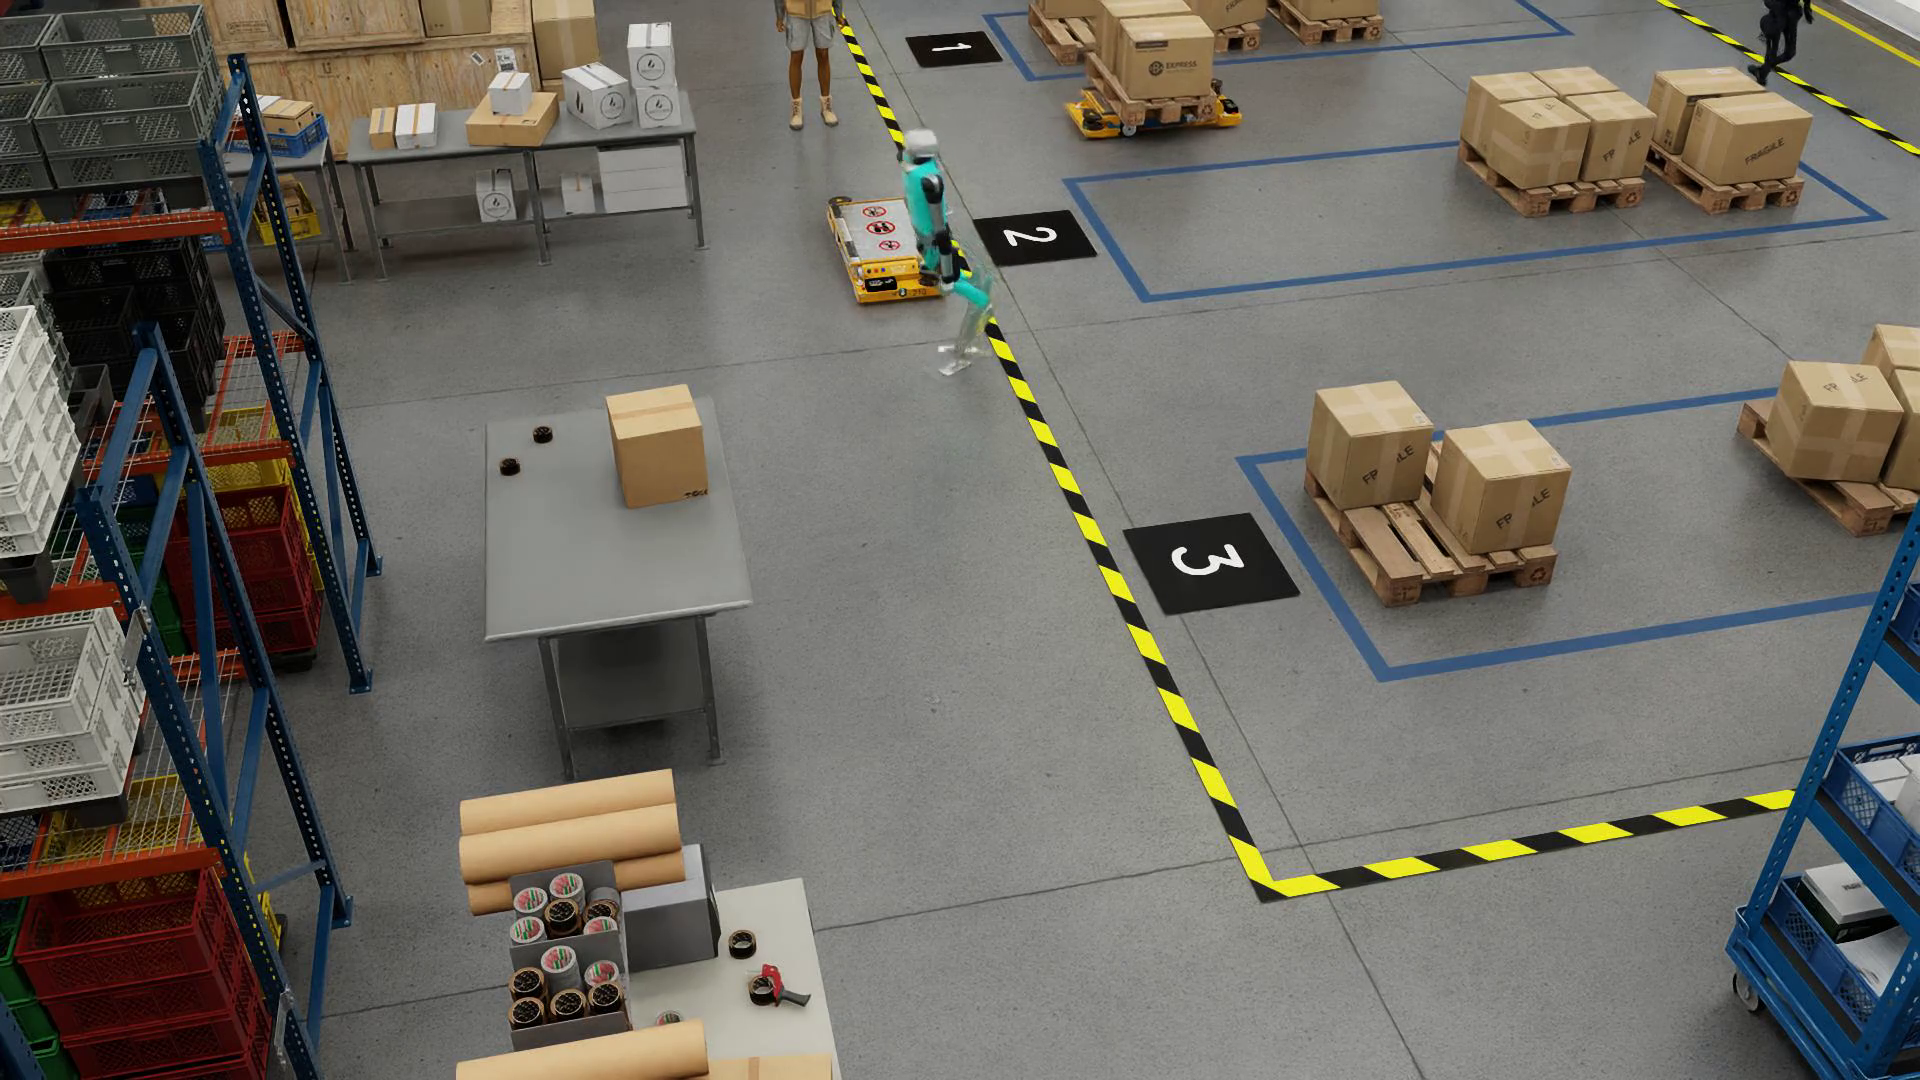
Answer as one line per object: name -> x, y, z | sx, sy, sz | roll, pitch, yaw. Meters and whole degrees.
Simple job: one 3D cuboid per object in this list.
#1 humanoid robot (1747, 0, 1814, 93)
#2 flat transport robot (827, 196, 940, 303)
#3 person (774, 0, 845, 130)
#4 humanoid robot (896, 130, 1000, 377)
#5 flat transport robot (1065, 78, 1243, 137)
humanoid robot -> 7.273, -4.698, 14.696 | 0.622, 1.627, 0.489 | -21, 41, -25
flat transport robot -> -0.570, -2.220, 12.538 | 0.659, 0.231, 1.431 | -8, 37, -10
person -> -1.276, -4.509, 14.130 | 0.604, 2.043, 0.379 | -8, 37, -10
humanoid robot -> -0.011, -1.865, 10.834 | 0.798, 1.755, 0.588 | -14, 39, -18
flat transport robot -> 1.708, -3.821, 14.666 | 1.431, 0.197, 0.652 | -8, 37, -10
